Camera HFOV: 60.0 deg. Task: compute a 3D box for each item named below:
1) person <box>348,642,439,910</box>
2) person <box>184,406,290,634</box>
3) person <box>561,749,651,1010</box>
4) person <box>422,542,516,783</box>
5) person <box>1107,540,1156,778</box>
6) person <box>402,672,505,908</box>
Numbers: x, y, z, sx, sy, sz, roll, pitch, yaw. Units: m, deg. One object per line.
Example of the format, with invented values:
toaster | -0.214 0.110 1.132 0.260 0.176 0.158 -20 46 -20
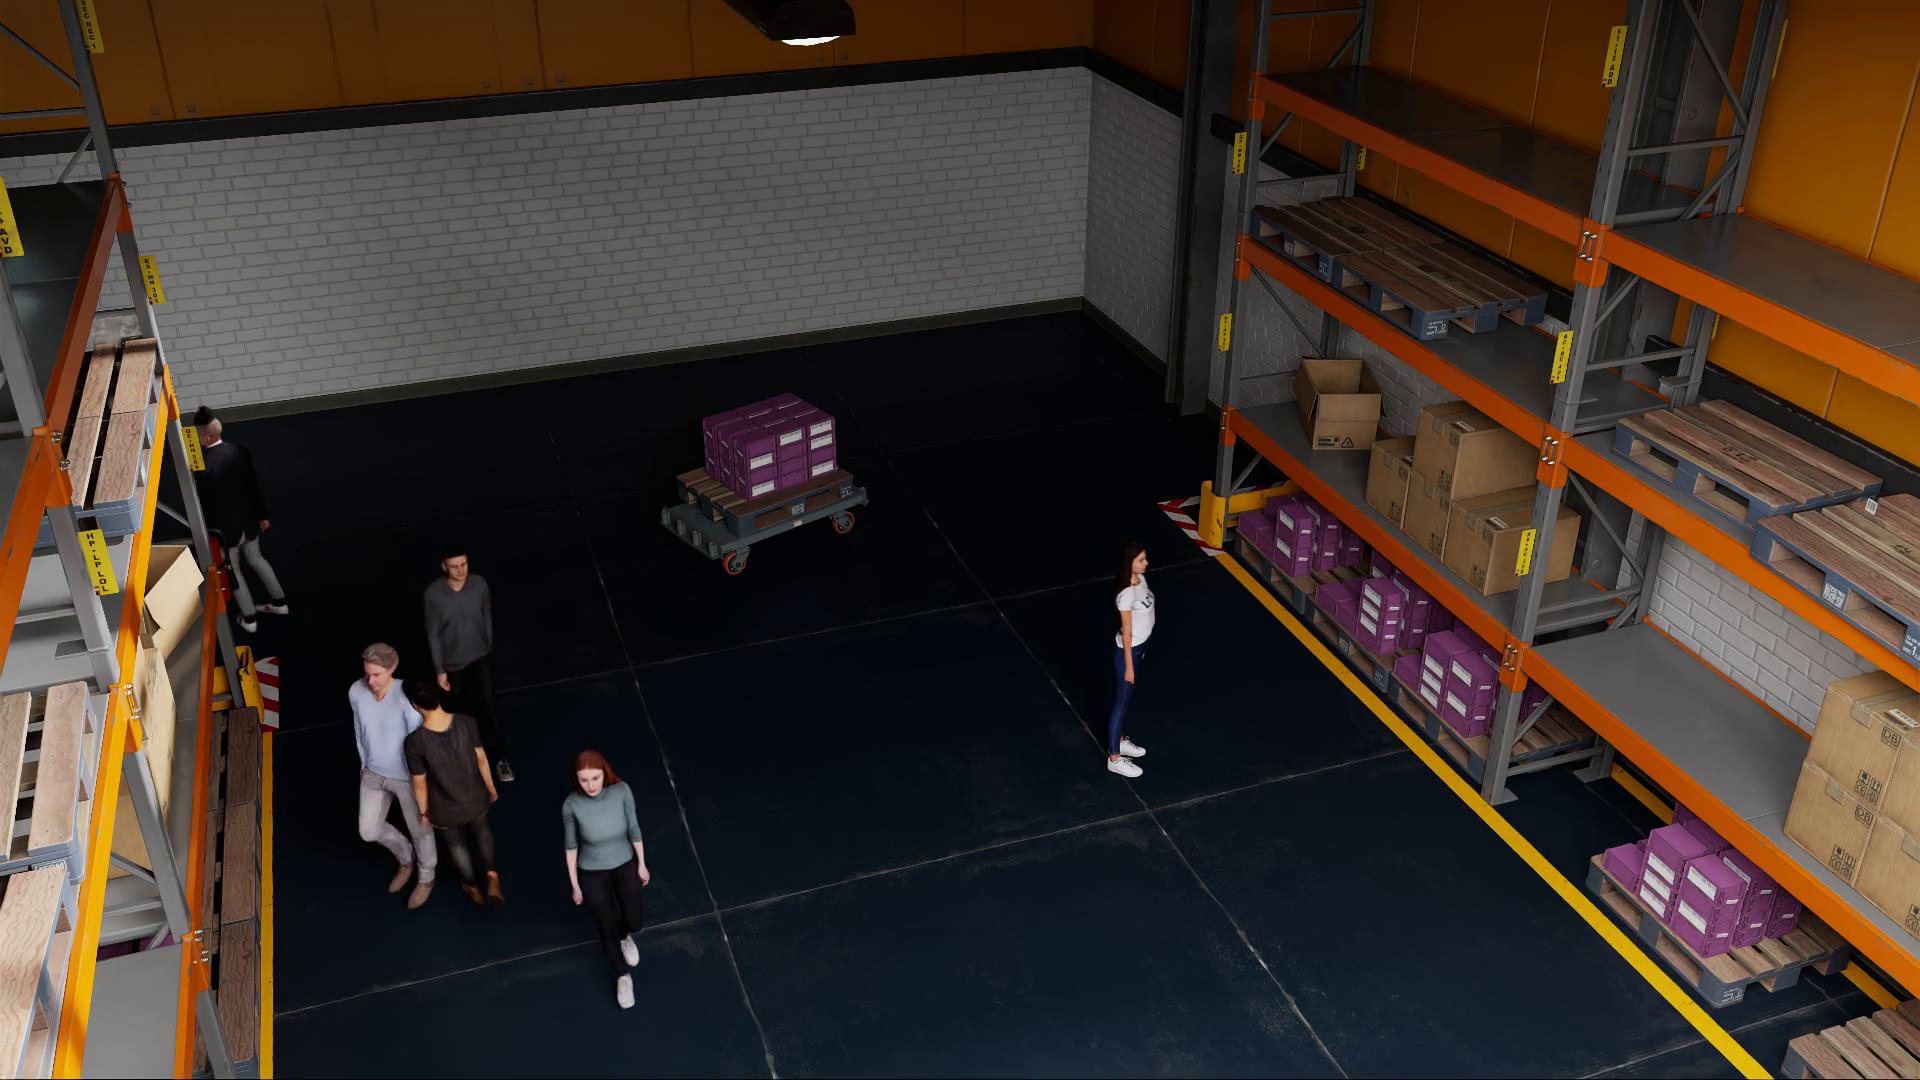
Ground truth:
person | -3.429 1.390 10.239 0.816 1.882 0.843 7 29 13
person | -5.650 -0.113 12.940 0.984 1.934 0.931 21 35 33
person | -2.020 1.867 9.517 0.601 1.736 0.707 -9 30 -17
person | -3.466 0.787 11.519 0.726 1.714 1.168 -14 32 -24
person | 1.148 0.796 11.439 0.729 1.775 0.636 7 29 13
person | -3.034 1.587 10.081 0.732 1.687 0.844 -14 32 -24
